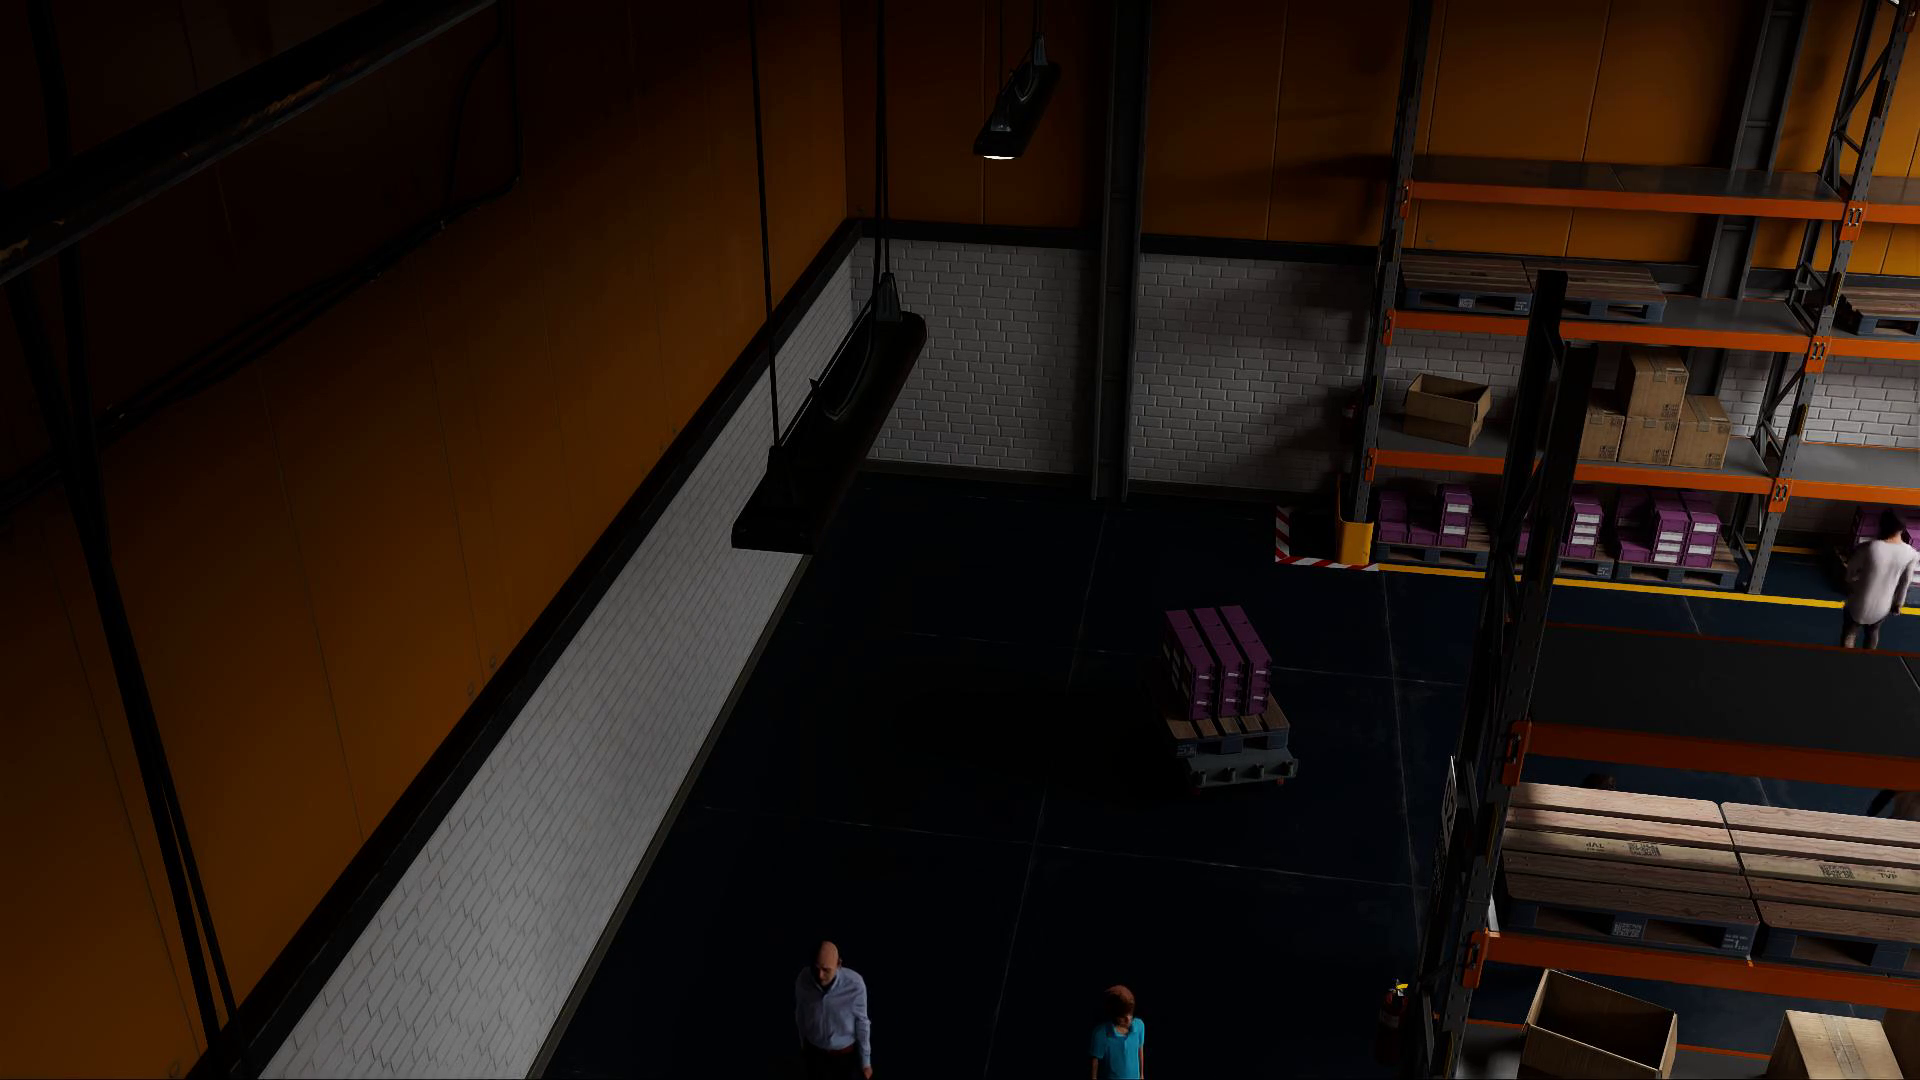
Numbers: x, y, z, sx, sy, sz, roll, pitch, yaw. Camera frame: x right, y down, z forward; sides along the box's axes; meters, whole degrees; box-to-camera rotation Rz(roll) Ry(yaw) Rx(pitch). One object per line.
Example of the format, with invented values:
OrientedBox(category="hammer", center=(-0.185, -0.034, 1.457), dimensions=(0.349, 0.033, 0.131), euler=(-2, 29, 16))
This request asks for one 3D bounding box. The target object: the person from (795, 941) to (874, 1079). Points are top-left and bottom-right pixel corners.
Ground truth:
OrientedBox(category="person", center=(-0.763, 3.153, 10.388), dimensions=(1.158, 1.759, 0.743), euler=(3, 29, 5))

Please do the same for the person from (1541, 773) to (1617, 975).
OrientedBox(category="person", center=(4.269, 2.414, 11.750), dimensions=(0.766, 1.753, 0.703), euler=(-19, 34, -31))

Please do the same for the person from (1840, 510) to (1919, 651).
OrientedBox(category="person", center=(8.231, 0.578, 15.074), dimensions=(0.879, 1.793, 0.717), euler=(9, 30, 15))

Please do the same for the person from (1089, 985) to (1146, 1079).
OrientedBox(category="person", center=(0.972, 3.344, 10.362), dimensions=(0.550, 1.449, 0.654), euler=(-10, 30, -17))
